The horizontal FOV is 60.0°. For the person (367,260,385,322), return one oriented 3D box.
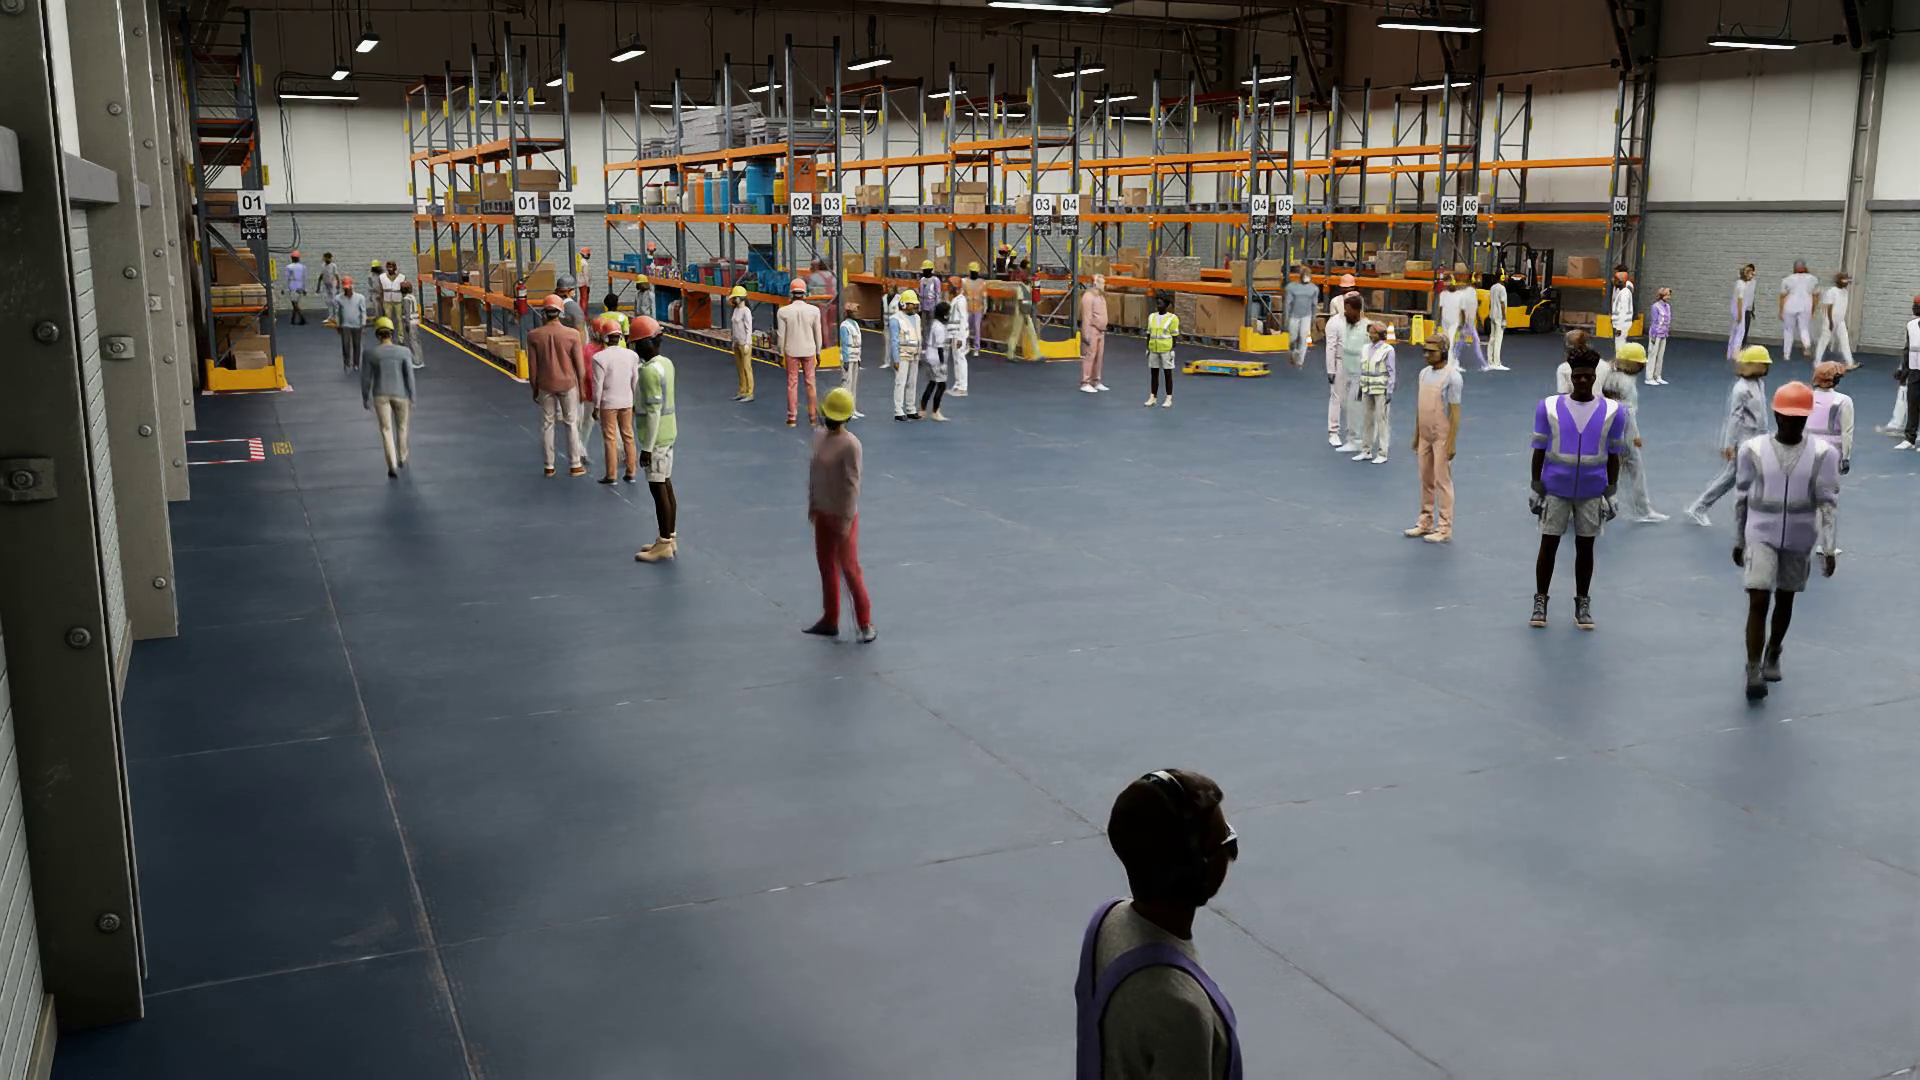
[{"bbox_3d":[-14.311,-6.026,40.963,0.526,1.719,0.408,-2,11,-10],"label":"person"}]

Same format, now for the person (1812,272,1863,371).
[{"bbox_3d":[16.057,-3.976,30.358,0.542,1.795,0.953,-5,12,-23],"label":"person"}]

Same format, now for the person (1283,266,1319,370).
[{"bbox_3d":[6.282,-4.097,30.712,0.656,1.904,0.645,1,11,5],"label":"person"}]

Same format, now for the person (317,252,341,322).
[{"bbox_3d":[-16.674,-6.659,43.888,0.658,1.848,0.380,2,11,12],"label":"person"}]

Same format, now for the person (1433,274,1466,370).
[{"bbox_3d":[8.701,-3.799,29.421,0.846,1.821,0.514,-10,15,-40],"label":"person"}]

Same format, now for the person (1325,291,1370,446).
[{"bbox_3d":[4.838,-2.122,20.646,0.642,1.913,0.408,-5,12,-24],"label":"person"}]

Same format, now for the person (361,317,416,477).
[{"bbox_3d":[-6.330,-1.594,18.419,0.555,1.718,0.884,-4,12,-21],"label":"person"}]

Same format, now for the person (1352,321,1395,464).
[{"bbox_3d":[4.794,-1.701,19.207,0.308,1.636,0.524,-7,13,-31],"label":"person"}]

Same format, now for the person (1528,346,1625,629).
[{"bbox_3d":[4.262,-0.359,11.541,0.602,1.967,0.366,3,11,14],"label":"person"}]

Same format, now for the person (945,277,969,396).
[{"bbox_3d":[-0.040,-3.209,26.245,0.354,1.881,0.576,-2,11,-10],"label":"person"}]

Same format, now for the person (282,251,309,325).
[{"bbox_3d":[-17.090,-6.470,42.800,0.650,1.897,0.630,8,13,34],"label":"person"}]

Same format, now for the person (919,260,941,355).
[{"bbox_3d":[-0.636,-4.695,33.681,0.370,1.927,0.588,-11,15,-43],"label":"person"}]

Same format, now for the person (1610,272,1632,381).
[{"bbox_3d":[11.353,-3.663,28.575,0.355,1.879,0.583,4,12,20],"label":"person"}]

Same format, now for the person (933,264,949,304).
[{"bbox_3d":[-0.471,-6.715,44.206,0.643,1.823,0.547,-4,12,-18],"label":"person"}]

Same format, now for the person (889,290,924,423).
[{"bbox_3d":[-0.723,-2.535,22.970,0.403,1.824,0.593,8,14,37],"label":"person"}]

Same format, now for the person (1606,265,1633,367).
[{"bbox_3d":[12.431,-4.215,31.279,0.391,1.913,0.587,0,11,-2],"label":"person"}]

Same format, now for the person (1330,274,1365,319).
[{"bbox_3d":[6.062,-3.203,26.114,0.539,1.929,0.385,5,12,22],"label":"person"}]

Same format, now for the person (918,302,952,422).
[{"bbox_3d":[-0.370,-2.463,23.019,0.527,1.659,0.596,-1,11,-5],"label":"person"}]

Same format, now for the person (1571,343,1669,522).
[{"bbox_3d":[6.137,-0.995,15.474,0.870,1.702,0.474,6,13,27],"label":"person"}]

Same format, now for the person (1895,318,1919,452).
[{"bbox_3d":[11.701,-2.021,20.144,0.397,1.911,0.588,-6,12,-26],"label":"person"}]

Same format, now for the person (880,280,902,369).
[{"bbox_3d":[-1.252,-3.989,30.828,0.522,1.638,0.310,8,13,34],"label":"person"}]

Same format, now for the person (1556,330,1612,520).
[{"bbox_3d":[5.801,-1.036,15.415,0.663,1.789,0.737,0,11,0],"label":"person"}]

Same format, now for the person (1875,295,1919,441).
[{"bbox_3d":[12.075,-2.196,21.175,0.836,1.856,0.580,9,15,40],"label":"person"}]

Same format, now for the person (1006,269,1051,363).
[{"bbox_3d":[1.292,-4.273,31.860,0.956,1.802,0.591,6,13,29],"label":"person"}]

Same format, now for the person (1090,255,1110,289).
[{"bbox_3d":[3.770,-6.925,45.495,0.590,1.727,0.706,-6,13,-28],"label":"person"}]

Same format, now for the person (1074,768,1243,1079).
[{"bbox_3d":[0.394,1.336,3.240,0.340,1.846,0.512,-3,11,-13],"label":"person"}]

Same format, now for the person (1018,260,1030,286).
[{"bbox_3d":[1.463,-5.371,37.389,0.335,1.832,0.656,-3,12,-17],"label":"person"}]

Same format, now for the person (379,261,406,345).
[{"bbox_3d":[-12.378,-5.175,36.344,0.563,1.838,0.391,-3,12,-16],"label":"person"}]

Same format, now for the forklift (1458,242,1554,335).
[{"bbox_3d":[13.047,-6.049,39.881,2.313,2.155,1.214,-5,12,-23],"label":"forklift"}]

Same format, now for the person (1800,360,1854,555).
[{"bbox_3d":[7.284,-0.695,14.085,0.308,1.641,0.517,-7,13,-33],"label":"person"}]

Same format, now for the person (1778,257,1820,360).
[{"bbox_3d":[16.355,-4.512,32.463,0.704,2.000,0.707,3,11,14],"label":"person"}]

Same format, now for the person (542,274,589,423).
[{"bbox_3d":[-5.385,-2.649,22.993,0.676,2.000,0.536,7,13,31],"label":"person"}]
